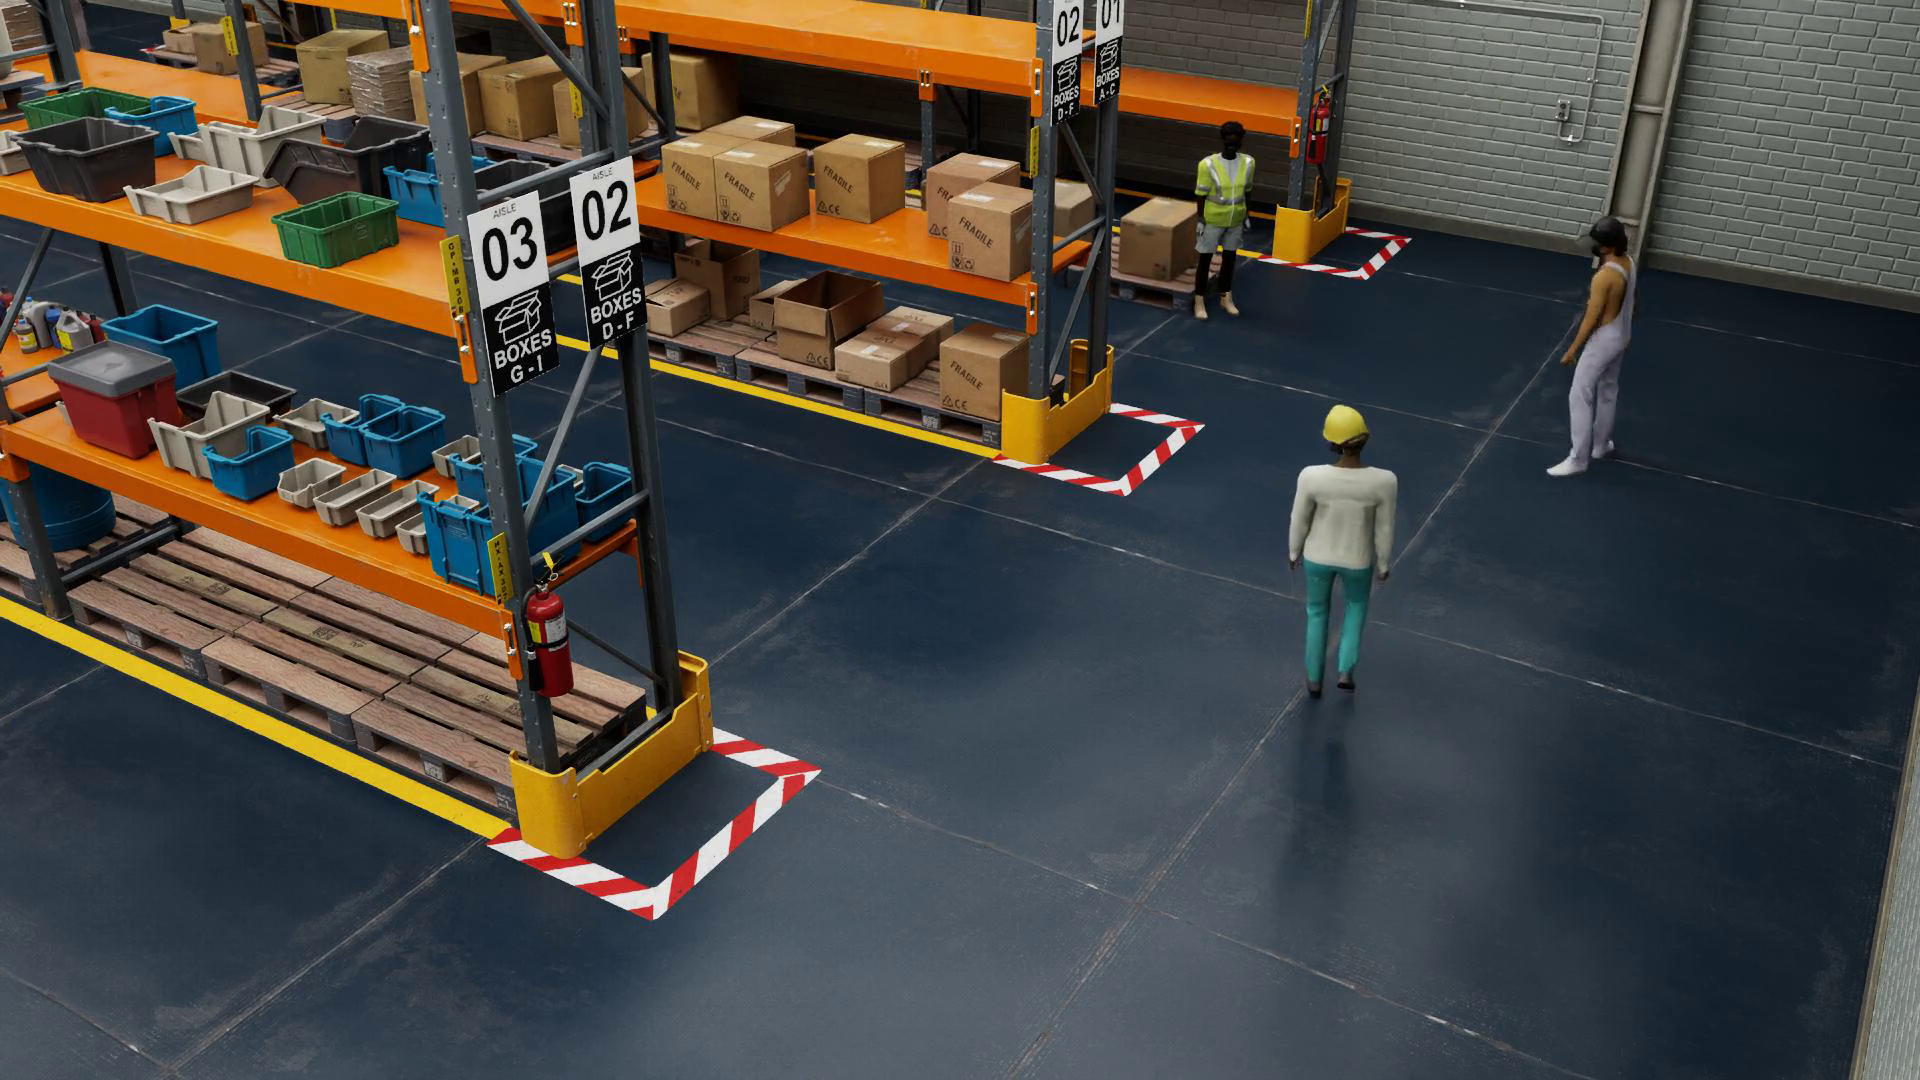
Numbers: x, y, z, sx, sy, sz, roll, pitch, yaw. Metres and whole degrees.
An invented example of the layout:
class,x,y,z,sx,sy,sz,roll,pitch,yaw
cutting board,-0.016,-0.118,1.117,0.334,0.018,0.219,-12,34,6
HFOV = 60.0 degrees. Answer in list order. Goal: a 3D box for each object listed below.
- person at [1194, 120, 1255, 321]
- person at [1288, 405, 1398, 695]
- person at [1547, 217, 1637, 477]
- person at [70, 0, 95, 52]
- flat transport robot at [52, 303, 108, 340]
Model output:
class,x,y,z,sx,sy,sz,roll,pitch,yaw
person,2.211,-2.689,13.991,0.532,1.696,0.319,-9,31,-16
person,2.043,0.070,8.981,0.550,1.741,0.369,6,30,10
person,4.437,-1.375,11.513,0.397,1.826,0.735,25,38,37
person,-12.013,-7.329,22.211,0.596,1.805,0.922,-4,29,-8
flat transport robot,-7.425,-1.656,13.605,1.431,0.231,0.659,18,34,29
